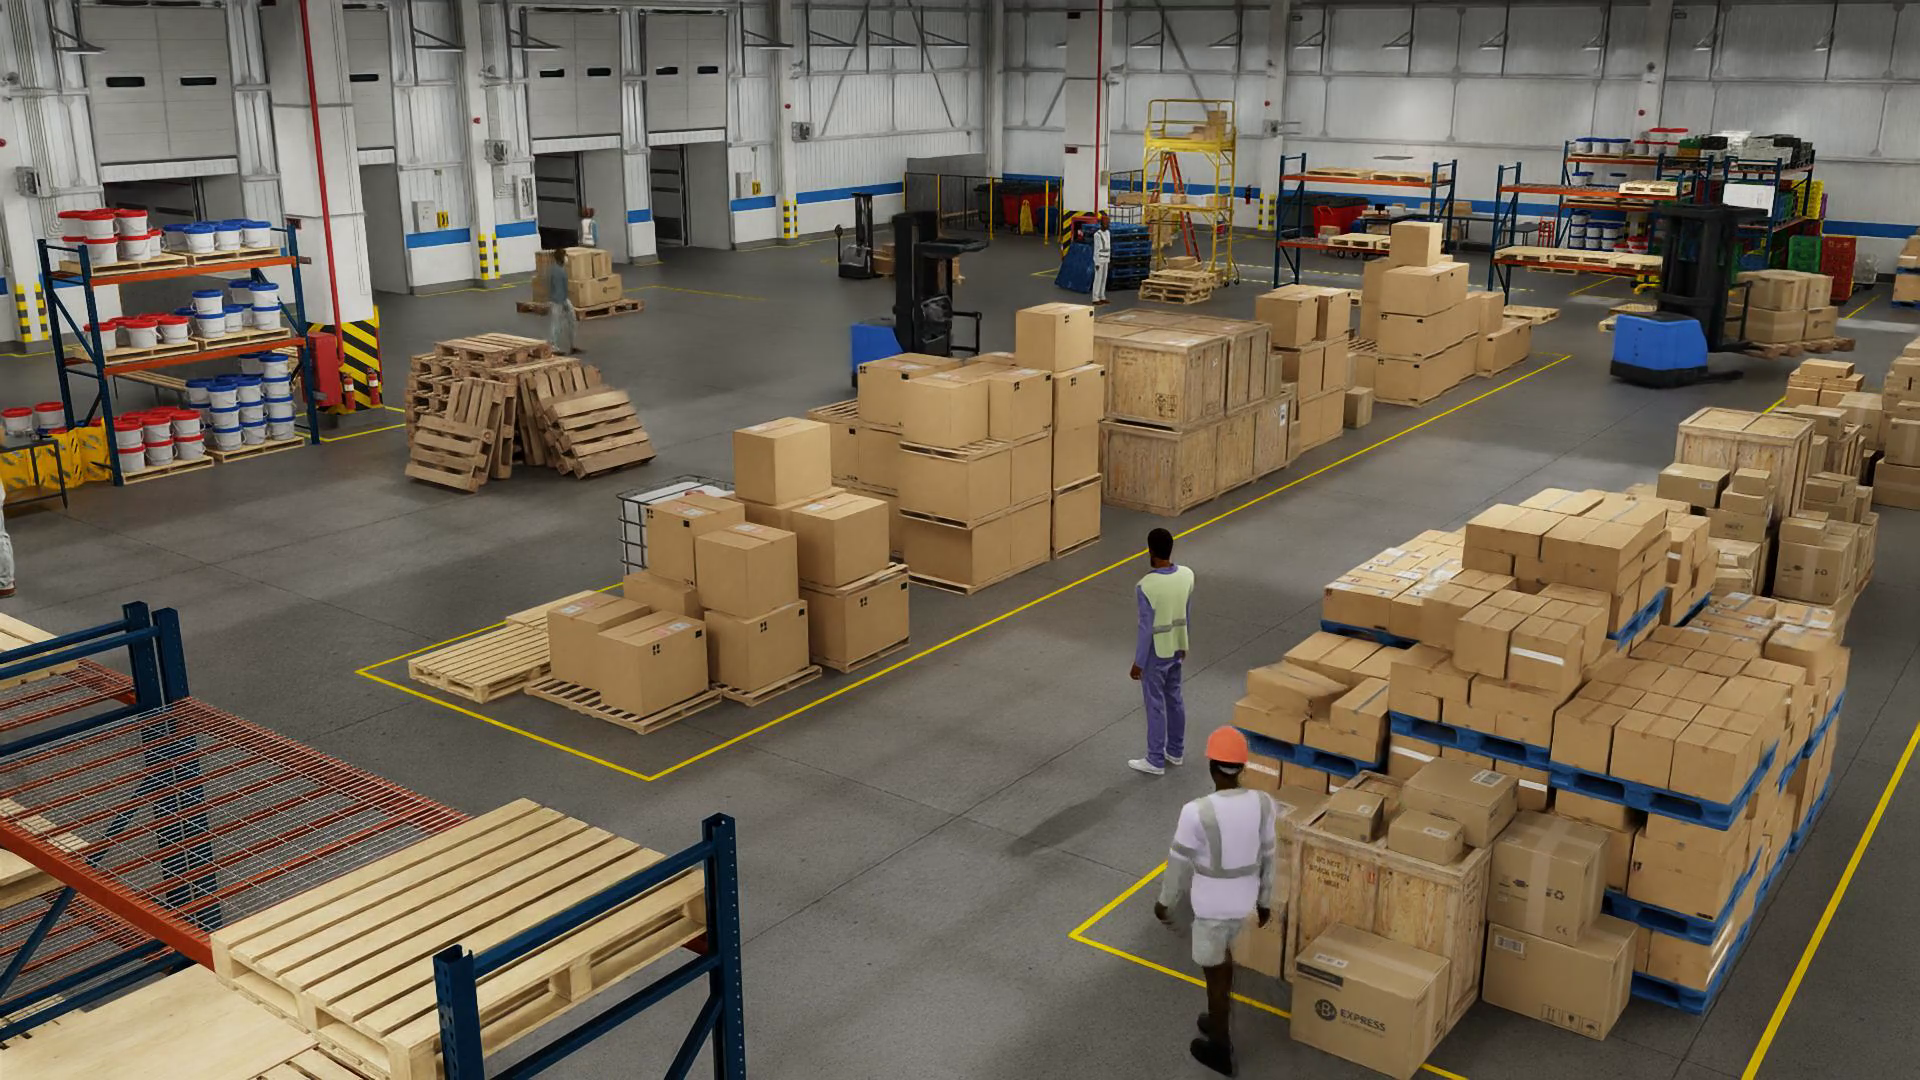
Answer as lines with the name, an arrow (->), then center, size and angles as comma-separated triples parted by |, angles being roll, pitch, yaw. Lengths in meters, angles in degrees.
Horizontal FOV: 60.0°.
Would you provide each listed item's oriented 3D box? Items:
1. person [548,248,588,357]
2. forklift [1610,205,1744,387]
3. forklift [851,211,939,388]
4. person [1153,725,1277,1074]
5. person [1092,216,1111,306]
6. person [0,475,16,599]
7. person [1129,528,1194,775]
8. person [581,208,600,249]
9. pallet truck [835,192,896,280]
person -> -6.919, -4.162, 29.186 | 0.807, 1.912, 0.628 | 0, 17, -2
forklift -> 11.777, -4.004, 27.032 | 1.873, 2.768, 1.129 | -7, 18, -22
forklift -> -0.696, -3.733, 26.136 | 1.873, 2.768, 1.129 | 9, 19, 27
person -> 1.388, 1.932, 9.027 | 0.568, 1.902, 0.615 | -9, 19, -27
person -> 2.977, -5.847, 34.855 | 0.350, 1.878, 0.567 | 10, 19, 29
person -> -9.720, -0.359, 16.578 | 0.372, 1.934, 0.627 | -7, 18, -22
person -> 1.538, 0.844, 12.620 | 0.594, 1.915, 0.373 | -16, 23, -42
person -> -8.628, -6.968, 38.998 | 0.517, 1.623, 0.496 | 12, 21, 35
pallet truck -> -1.936, -7.159, 38.982 | 1.885, 1.965, 0.823 | -12, 21, -34
